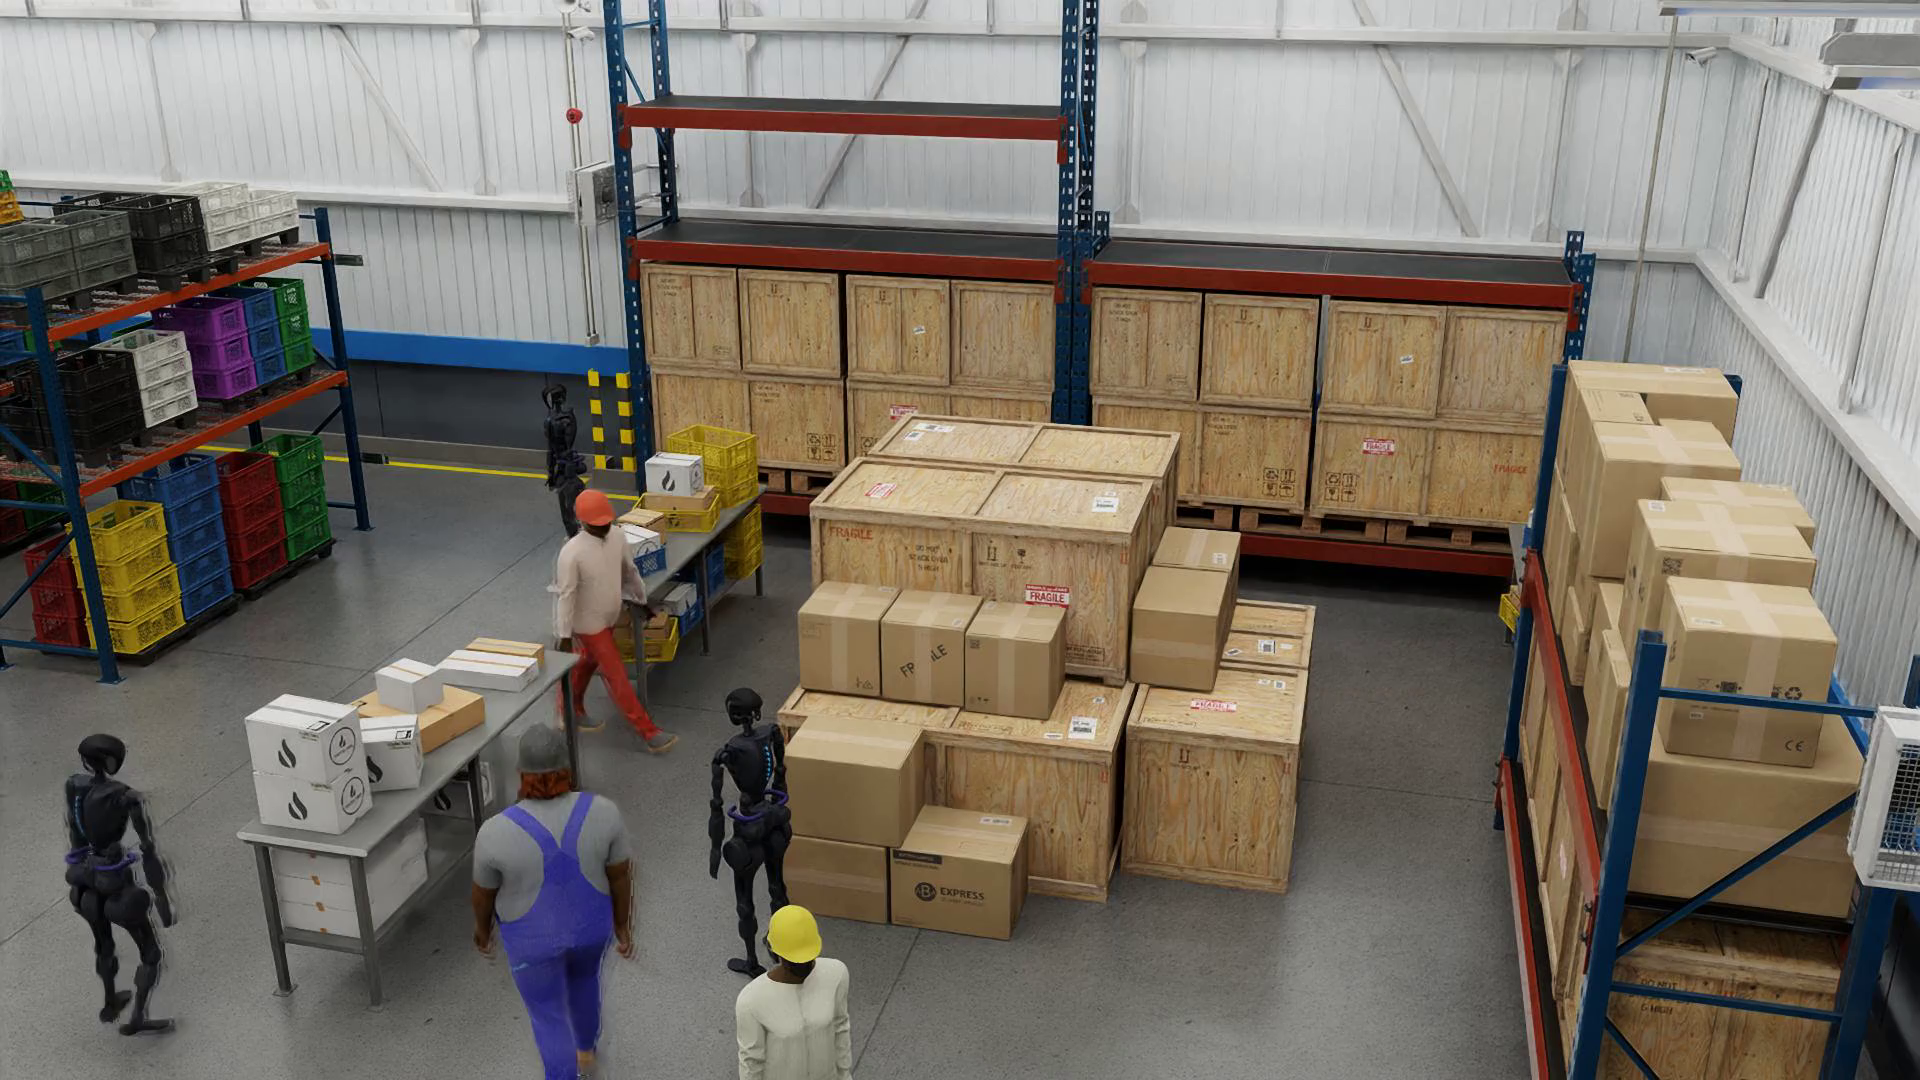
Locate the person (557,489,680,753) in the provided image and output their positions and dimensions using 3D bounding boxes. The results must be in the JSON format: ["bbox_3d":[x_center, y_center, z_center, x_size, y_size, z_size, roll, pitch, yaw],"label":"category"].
[{"bbox_3d":[-2.391,0.526,11.352,1.056,1.925,0.736,9,23,23],"label":"person"}]

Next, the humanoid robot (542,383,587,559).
[{"bbox_3d":[-3.459,-0.566,14.554,0.333,1.648,0.592,-13,24,-30],"label":"humanoid robot"}]

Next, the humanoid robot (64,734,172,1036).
[{"bbox_3d":[-4.388,1.739,8.526,0.772,1.640,0.493,8,22,19],"label":"humanoid robot"}]

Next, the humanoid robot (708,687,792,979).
[{"bbox_3d":[-1.111,1.559,8.988,0.308,1.652,0.579,16,26,35],"label":"humanoid robot"}]

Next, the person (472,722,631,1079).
[{"bbox_3d":[-1.972,1.765,7.949,0.699,2.000,0.870,-12,24,-29],"label":"person"}]

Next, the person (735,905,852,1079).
[{"bbox_3d":[-0.671,2.294,6.946,0.524,1.768,0.306,-14,25,-32],"label":"person"}]
